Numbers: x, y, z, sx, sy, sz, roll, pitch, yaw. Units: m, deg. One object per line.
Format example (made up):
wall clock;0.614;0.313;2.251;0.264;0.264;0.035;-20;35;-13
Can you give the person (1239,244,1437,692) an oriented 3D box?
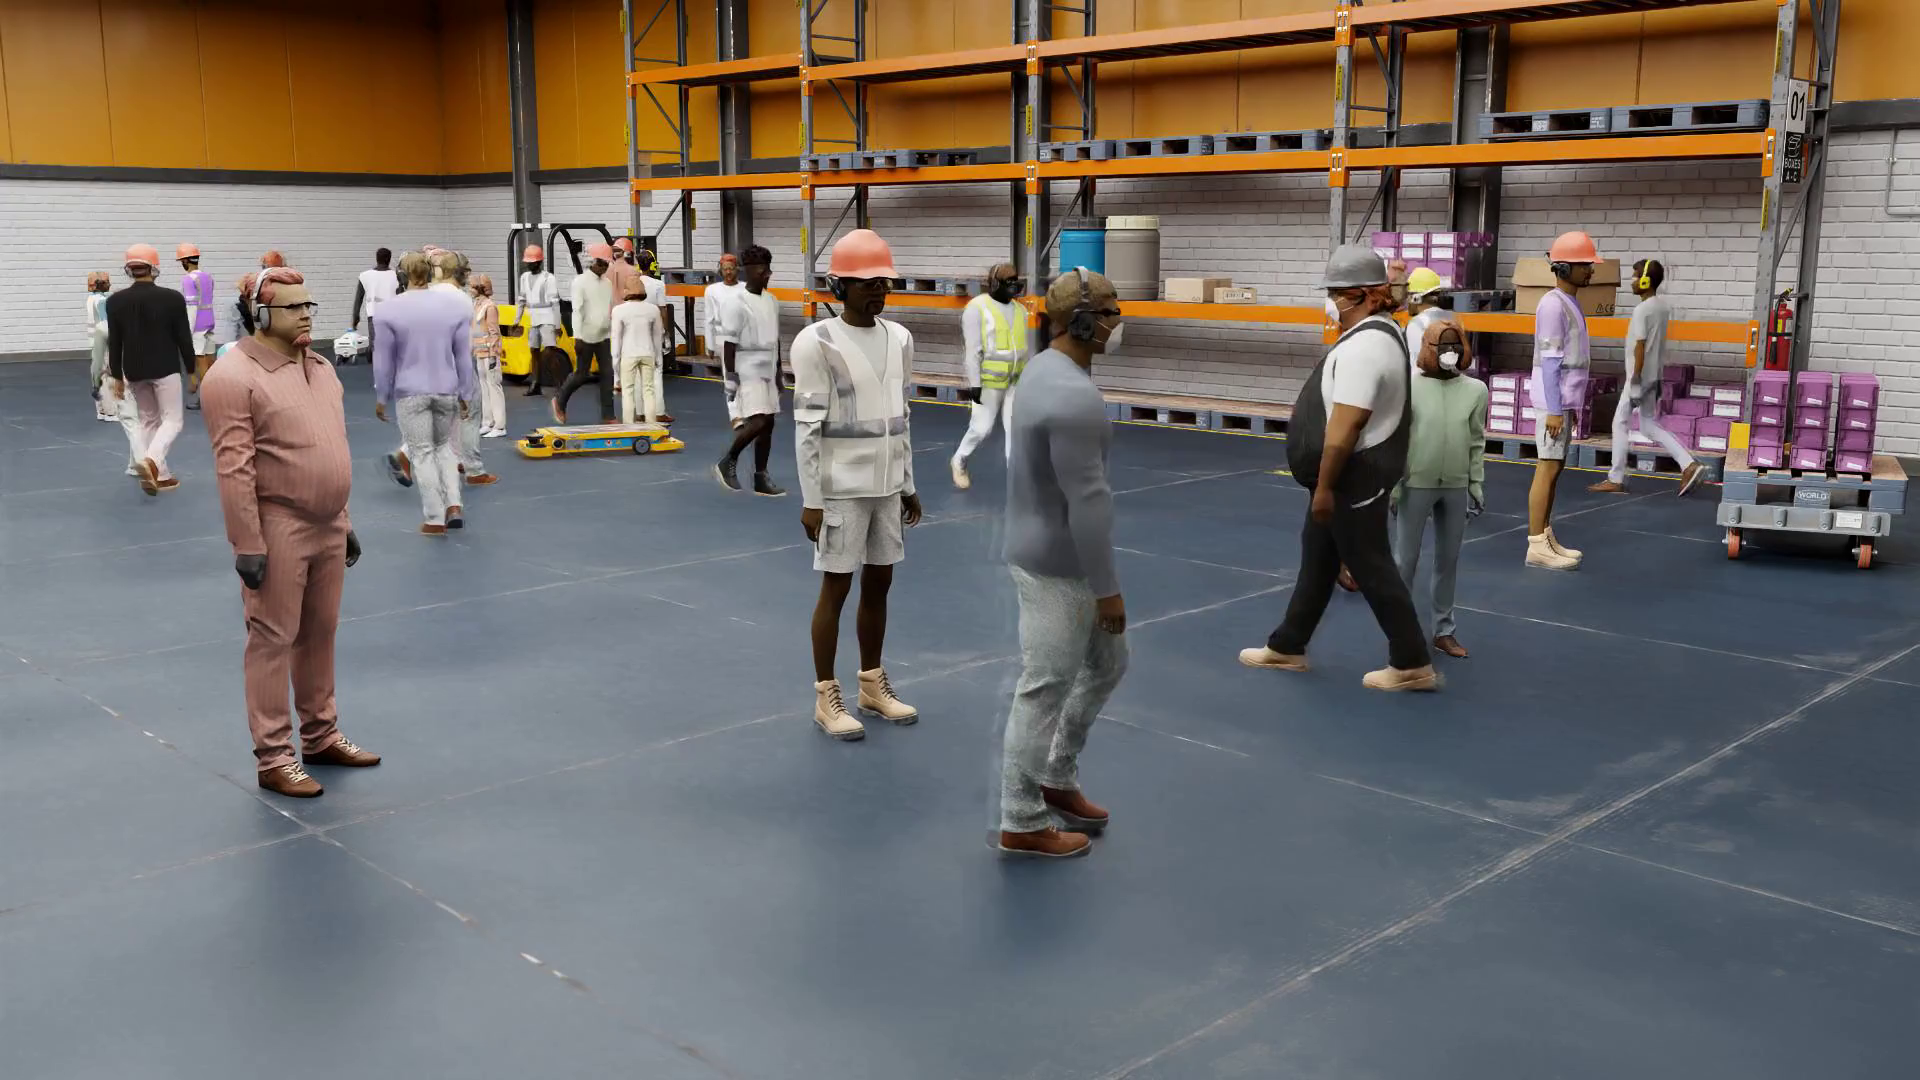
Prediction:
person;1.746;-0.348;7.443;0.924;2.000;0.690;4;11;19

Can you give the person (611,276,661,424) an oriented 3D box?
person;-3.183;-1.782;16.401;0.503;1.623;0.295;-6;12;-29

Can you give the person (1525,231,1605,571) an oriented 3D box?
person;3.676;-0.845;10.146;0.373;2.044;0.606;5;12;27

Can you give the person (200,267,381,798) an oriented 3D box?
person;-2.429;-0.035;6.101;0.410;1.909;0.643;3;11;14

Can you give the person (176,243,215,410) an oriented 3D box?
person;-8.892;-2.480;19.374;0.374;1.930;0.542;0;10;1

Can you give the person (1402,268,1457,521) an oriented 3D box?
person;3.243;-1.030;11.841;0.590;1.783;0.925;-9;14;-40

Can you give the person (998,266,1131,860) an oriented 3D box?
person;0.358;0.094;5.352;0.557;1.923;0.630;0;10;-2

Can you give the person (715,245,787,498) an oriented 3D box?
person;-1.580;-1.286;12.805;0.452;1.954;0.610;5;12;26

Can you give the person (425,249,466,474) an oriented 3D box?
person;-4.301;-1.464;13.891;0.407;1.910;0.638;5;12;26

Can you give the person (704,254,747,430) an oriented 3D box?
person;-2.376;-2.081;17.504;0.587;1.833;1.025;-3;11;-18

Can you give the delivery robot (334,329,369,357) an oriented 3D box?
delivery robot;-9.545;-3.075;26.109;0.477;0.478;0.707;0;10;-1

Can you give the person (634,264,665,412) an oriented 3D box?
person;-3.664;-2.362;19.263;0.528;1.733;0.818;-7;12;-32

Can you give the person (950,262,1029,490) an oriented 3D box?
person;0.259;-1.224;12.821;0.626;1.821;0.804;-7;13;-35

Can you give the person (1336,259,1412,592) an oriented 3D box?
person;2.331;-0.619;9.336;0.442;1.893;0.646;2;11;8

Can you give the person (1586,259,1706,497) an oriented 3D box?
person;5.353;-1.243;12.870;0.808;1.849;0.520;10;14;44

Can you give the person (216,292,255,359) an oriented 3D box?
person;-4.339;-0.700;10.333;0.548;1.676;0.659;-9;13;-39

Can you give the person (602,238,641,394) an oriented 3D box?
person;-4.273;-2.840;21.185;0.610;1.984;0.400;3;11;18

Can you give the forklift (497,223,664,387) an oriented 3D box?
forklift;-5.316;-3.263;22.920;2.313;2.155;1.214;-10;14;-44

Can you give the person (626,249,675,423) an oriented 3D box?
person;-3.349;-2.186;17.932;0.532;1.870;0.315;4;11;19

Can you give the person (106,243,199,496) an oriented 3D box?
person;-6.291;-1.313;12.904;0.621;1.970;0.806;0;10;-1

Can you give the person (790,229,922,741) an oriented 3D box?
person;-0.387;-0.221;6.741;0.378;2.041;0.616;10;14;43

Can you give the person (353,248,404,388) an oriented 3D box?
person;-7.786;-2.978;22.314;0.691;1.863;1.006;-3;11;-14

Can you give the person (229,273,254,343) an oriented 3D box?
person;-7.643;-2.077;18.014;0.542;1.608;0.522;3;11;15

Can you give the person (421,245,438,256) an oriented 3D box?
person;-6.231;-2.527;19.699;0.401;1.904;0.646;4;11;19

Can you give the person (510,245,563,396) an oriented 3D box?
person;-5.252;-2.713;20.743;0.740;1.898;0.503;7;12;32

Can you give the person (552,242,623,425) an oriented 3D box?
person;-3.924;-2.140;17.475;0.885;1.949;0.655;6;12;31

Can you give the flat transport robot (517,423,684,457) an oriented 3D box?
flat transport robot;-3.358;-0.944;15.523;1.431;0.197;0.652;-4;11;-23

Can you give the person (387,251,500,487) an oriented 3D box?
person;-4.132;-1.340;13.229;0.634;1.909;0.829;10;14;43

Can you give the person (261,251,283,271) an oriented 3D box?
person;-6.977;-2.000;16.967;0.798;1.845;0.605;1;10;8

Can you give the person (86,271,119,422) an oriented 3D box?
person;-9.293;-2.095;18.065;0.307;1.641;0.514;-9;14;-41

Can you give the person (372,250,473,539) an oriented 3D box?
person;-3.592;-0.961;11.114;0.624;1.921;0.457;-9;14;-40

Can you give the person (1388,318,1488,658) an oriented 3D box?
person;2.272;-0.238;7.954;0.499;1.633;0.286;-2;11;-9

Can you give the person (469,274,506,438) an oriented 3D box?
person;-4.749;-1.841;16.688;0.315;1.636;0.515;-7;13;-34

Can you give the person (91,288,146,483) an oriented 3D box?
person;-6.821;-1.268;13.694;0.866;1.596;0.524;10;14;43
